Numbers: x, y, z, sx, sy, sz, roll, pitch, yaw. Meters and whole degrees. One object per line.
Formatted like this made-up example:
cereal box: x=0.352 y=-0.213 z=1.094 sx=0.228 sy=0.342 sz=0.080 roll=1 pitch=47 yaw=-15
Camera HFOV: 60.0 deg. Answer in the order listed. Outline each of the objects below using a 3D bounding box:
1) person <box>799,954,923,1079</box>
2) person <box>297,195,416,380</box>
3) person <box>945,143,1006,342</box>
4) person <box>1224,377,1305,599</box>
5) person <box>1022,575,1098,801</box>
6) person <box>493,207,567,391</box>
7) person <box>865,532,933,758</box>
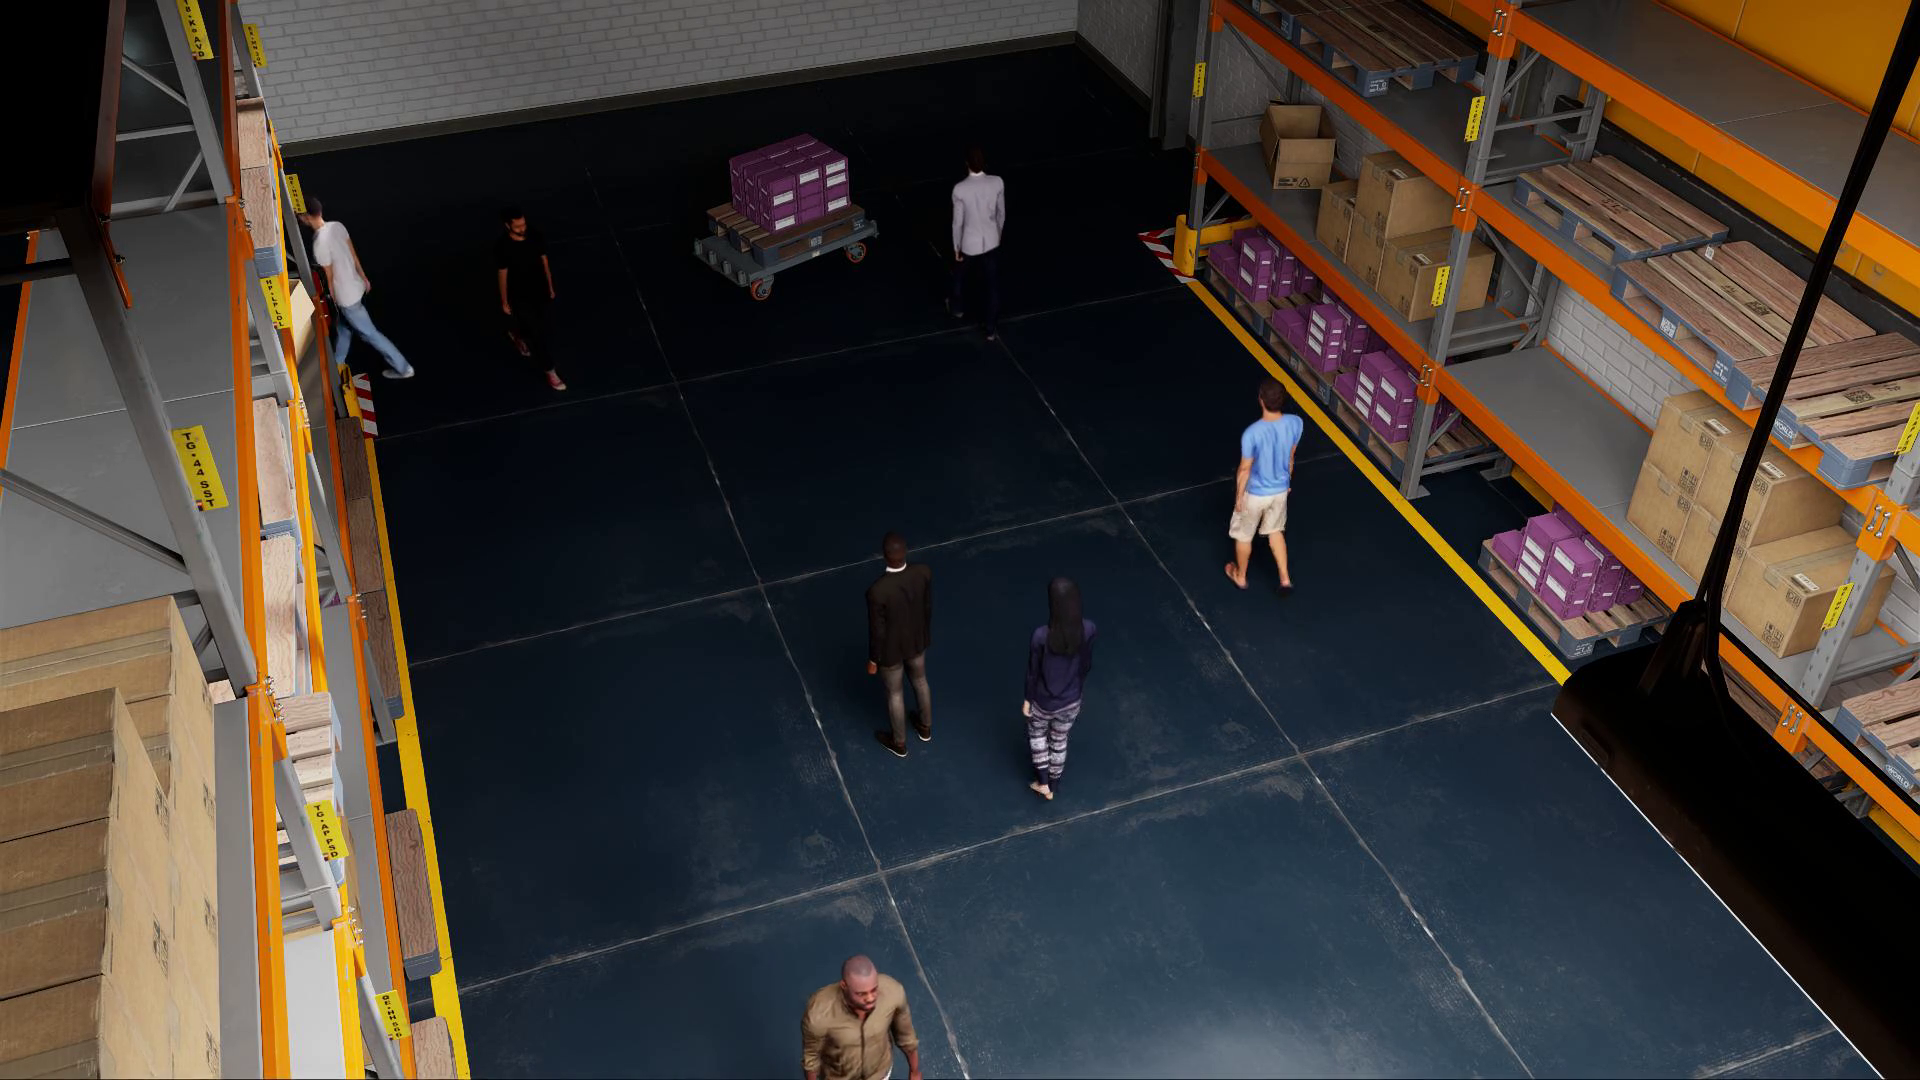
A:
person: x=-0.563 y=2.623 z=8.430 sx=0.829 sy=1.804 sz=0.979 roll=-18 pitch=42 yaw=-22
person: x=-5.209 y=-2.121 z=14.384 sx=1.044 sy=1.788 sz=1.234 roll=1 pitch=39 yaw=1
person: x=0.201 y=-2.640 z=15.007 sx=0.731 sy=1.820 sz=0.985 roll=-9 pitch=40 yaw=-11
person: x=2.258 y=-0.319 z=12.077 sx=0.645 sy=1.850 sz=0.906 roll=-12 pitch=40 yaw=-15
person: x=0.644 y=1.026 z=10.509 sx=0.649 sy=1.706 sz=0.605 roll=-14 pitch=41 yaw=-16
person: x=-3.807 y=-2.153 z=14.473 sx=1.159 sy=1.726 sz=0.967 roll=29 pitch=47 yaw=31
person: x=-0.377 y=0.679 z=10.867 sx=0.722 sy=1.801 sz=0.673 roll=-25 pitch=45 yaw=-28
